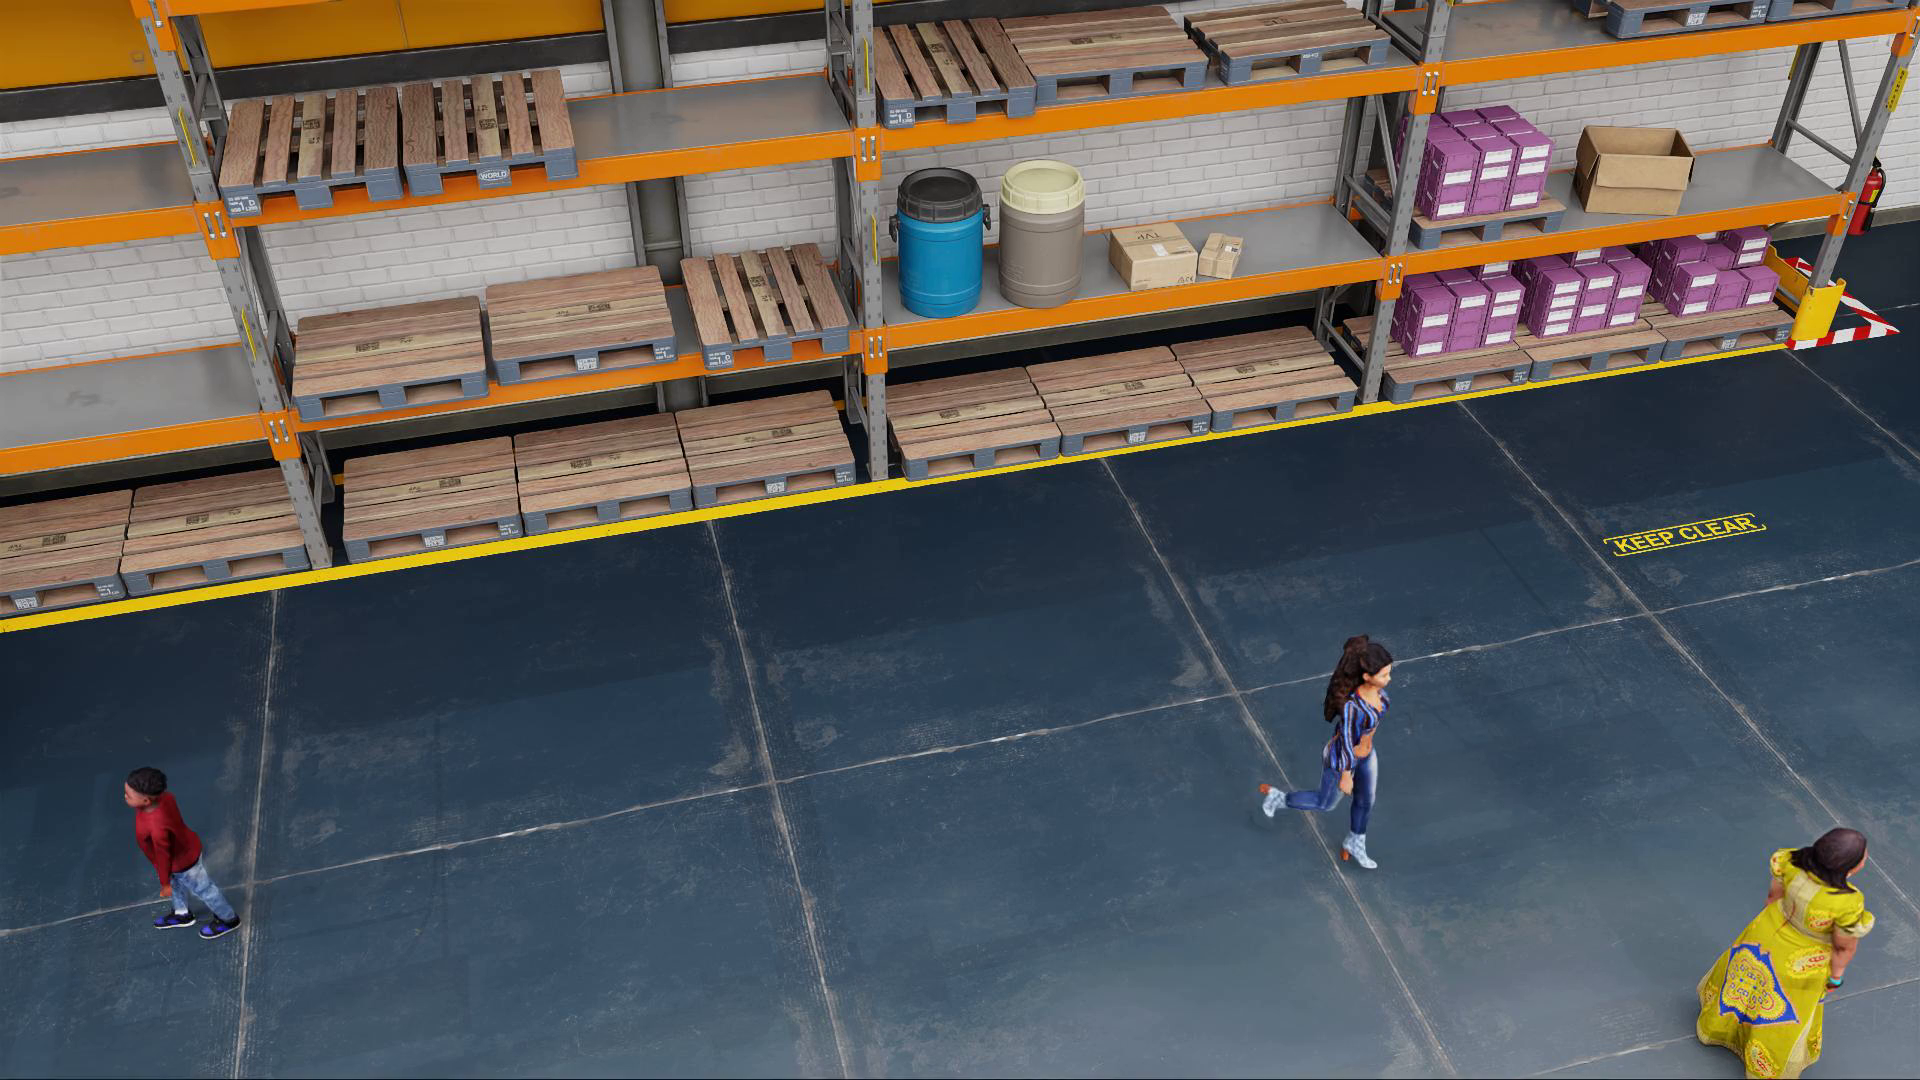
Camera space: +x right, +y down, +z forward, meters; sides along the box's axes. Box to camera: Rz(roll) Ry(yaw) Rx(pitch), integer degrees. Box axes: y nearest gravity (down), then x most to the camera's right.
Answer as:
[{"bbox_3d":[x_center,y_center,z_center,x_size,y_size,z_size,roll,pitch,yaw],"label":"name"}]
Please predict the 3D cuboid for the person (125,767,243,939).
[{"bbox_3d":[-4.077,1.649,8.818,0.681,1.240,0.546,-14,41,-17],"label":"person"}]

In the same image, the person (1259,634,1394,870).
[{"bbox_3d":[2.063,1.170,9.134,1.005,1.594,1.010,26,45,29],"label":"person"}]

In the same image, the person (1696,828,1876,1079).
[{"bbox_3d":[4.044,1.990,8.063,0.844,1.660,0.908,-17,42,-20],"label":"person"}]
